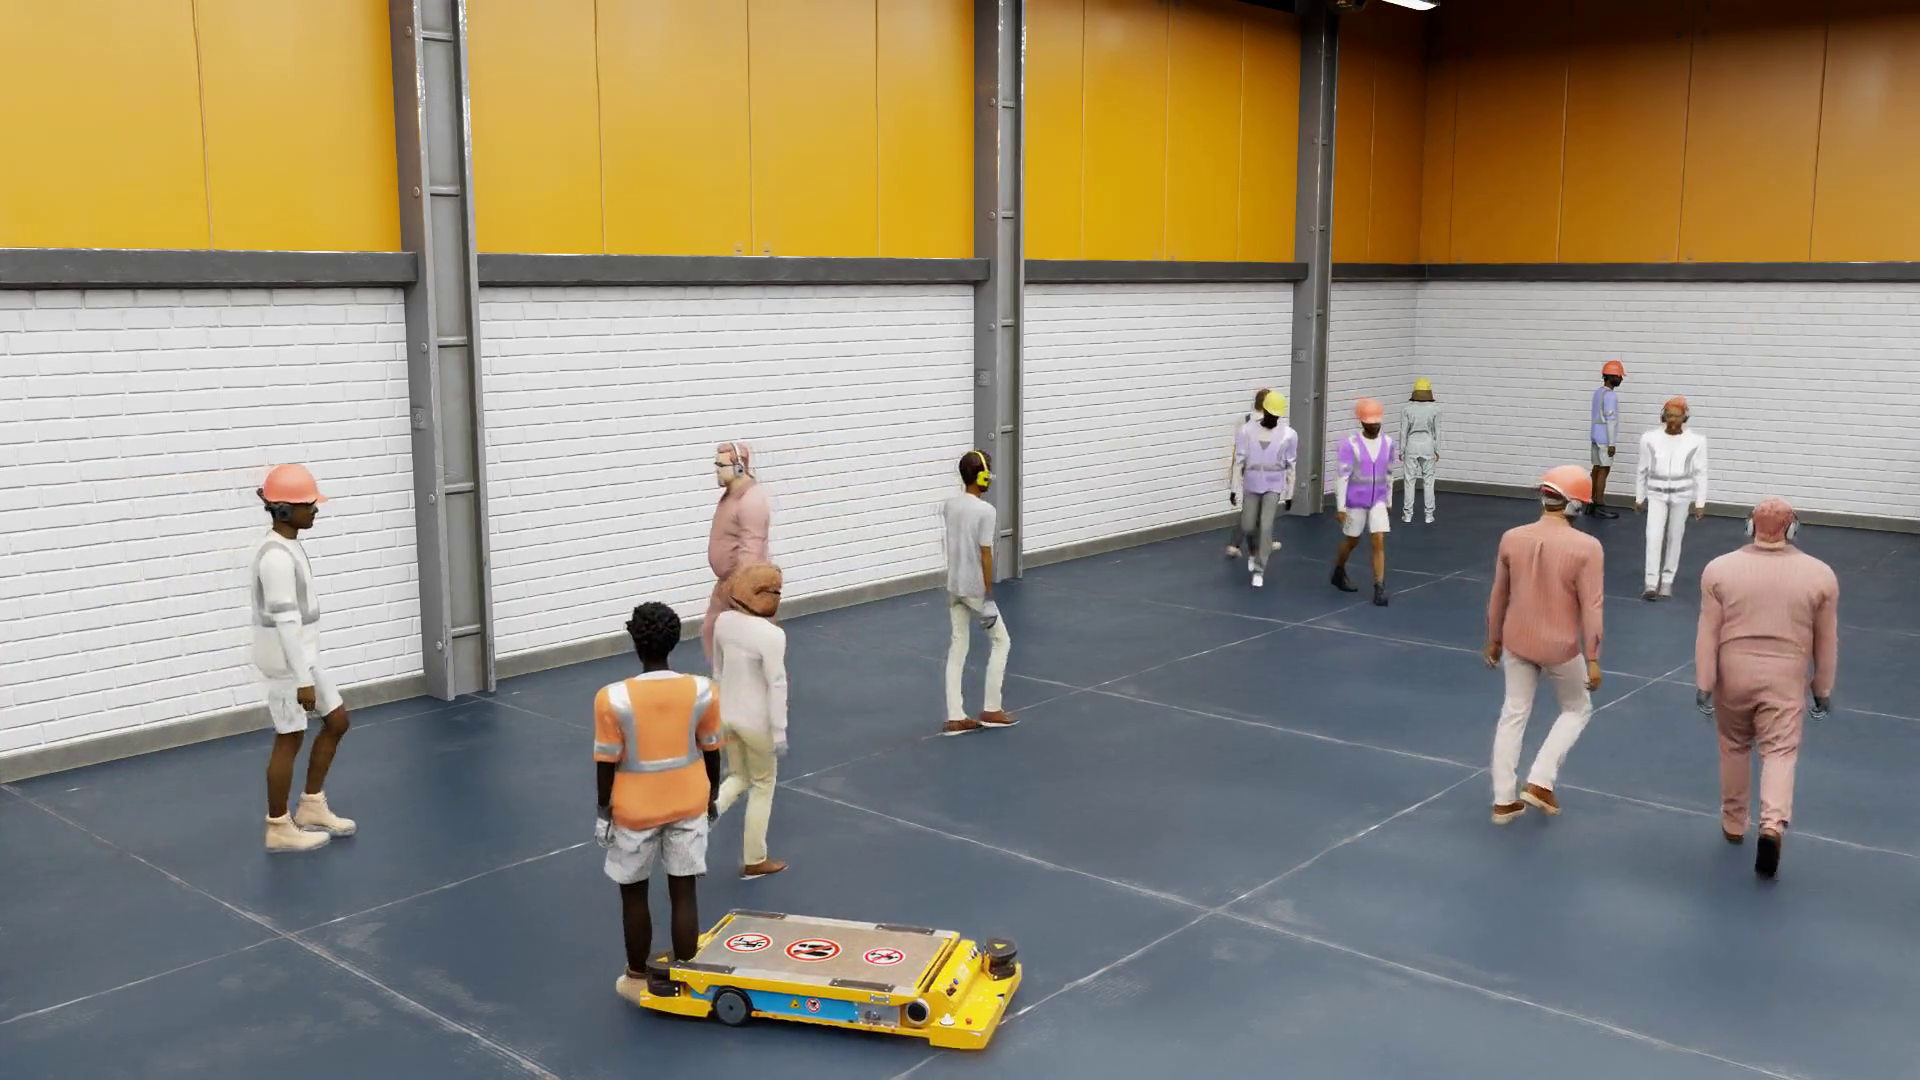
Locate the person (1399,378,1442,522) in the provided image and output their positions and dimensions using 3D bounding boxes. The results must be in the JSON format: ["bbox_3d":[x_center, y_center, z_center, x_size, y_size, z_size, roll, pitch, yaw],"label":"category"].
[{"bbox_3d":[5.547,-1.080,20.075,0.492,1.740,0.315,2,9,11],"label":"person"}]

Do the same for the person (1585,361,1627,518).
[{"bbox_3d":[7.956,-1.236,20.454,0.373,1.932,0.549,0,9,3],"label":"person"}]

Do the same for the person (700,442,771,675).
[{"bbox_3d":[-1.506,0.296,10.970,0.675,1.883,0.670,-4,10,-21],"label":"person"}]

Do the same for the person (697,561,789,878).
[{"bbox_3d":[-1.084,0.906,8.056,0.507,1.607,0.549,9,12,43],"label":"person"}]

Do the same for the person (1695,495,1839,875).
[{"bbox_3d":[4.071,0.713,8.420,0.651,1.877,0.870,4,10,23],"label":"person"}]

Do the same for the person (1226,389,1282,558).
[{"bbox_3d":[3.112,-0.704,17.602,0.969,1.791,0.535,-9,13,-44],"label":"person"}]

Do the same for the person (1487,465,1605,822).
[{"bbox_3d":[3.160,0.577,8.985,0.522,1.956,0.731,-7,12,-39],"label":"person"}]

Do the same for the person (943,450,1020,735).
[{"bbox_3d":[0.152,0.335,10.844,0.670,1.848,0.565,-8,12,-41],"label":"person"}]

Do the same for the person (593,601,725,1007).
[{"bbox_3d":[-1.218,1.077,6.718,0.546,1.687,0.391,-4,10,-26],"label":"person"}]

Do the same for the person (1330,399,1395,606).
[{"bbox_3d":[3.718,-0.377,15.292,0.608,1.879,0.982,-2,9,-10],"label":"person"}]

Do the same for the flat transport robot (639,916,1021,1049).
[{"bbox_3d":[-0.517,1.769,6.792,1.431,0.197,0.652,2,9,15],"label":"flat transport robot"}]

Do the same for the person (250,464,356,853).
[{"bbox_3d":[-3.355,0.614,8.548,0.598,2.023,0.649,-3,9,-16],"label":"person"}]

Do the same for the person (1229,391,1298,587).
[{"bbox_3d":[2.933,-0.511,16.064,0.644,1.880,0.672,3,9,17],"label":"person"}]

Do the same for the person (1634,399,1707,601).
[{"bbox_3d":[6.471,-0.350,15.166,0.611,1.839,0.942,4,10,24],"label":"person"}]
